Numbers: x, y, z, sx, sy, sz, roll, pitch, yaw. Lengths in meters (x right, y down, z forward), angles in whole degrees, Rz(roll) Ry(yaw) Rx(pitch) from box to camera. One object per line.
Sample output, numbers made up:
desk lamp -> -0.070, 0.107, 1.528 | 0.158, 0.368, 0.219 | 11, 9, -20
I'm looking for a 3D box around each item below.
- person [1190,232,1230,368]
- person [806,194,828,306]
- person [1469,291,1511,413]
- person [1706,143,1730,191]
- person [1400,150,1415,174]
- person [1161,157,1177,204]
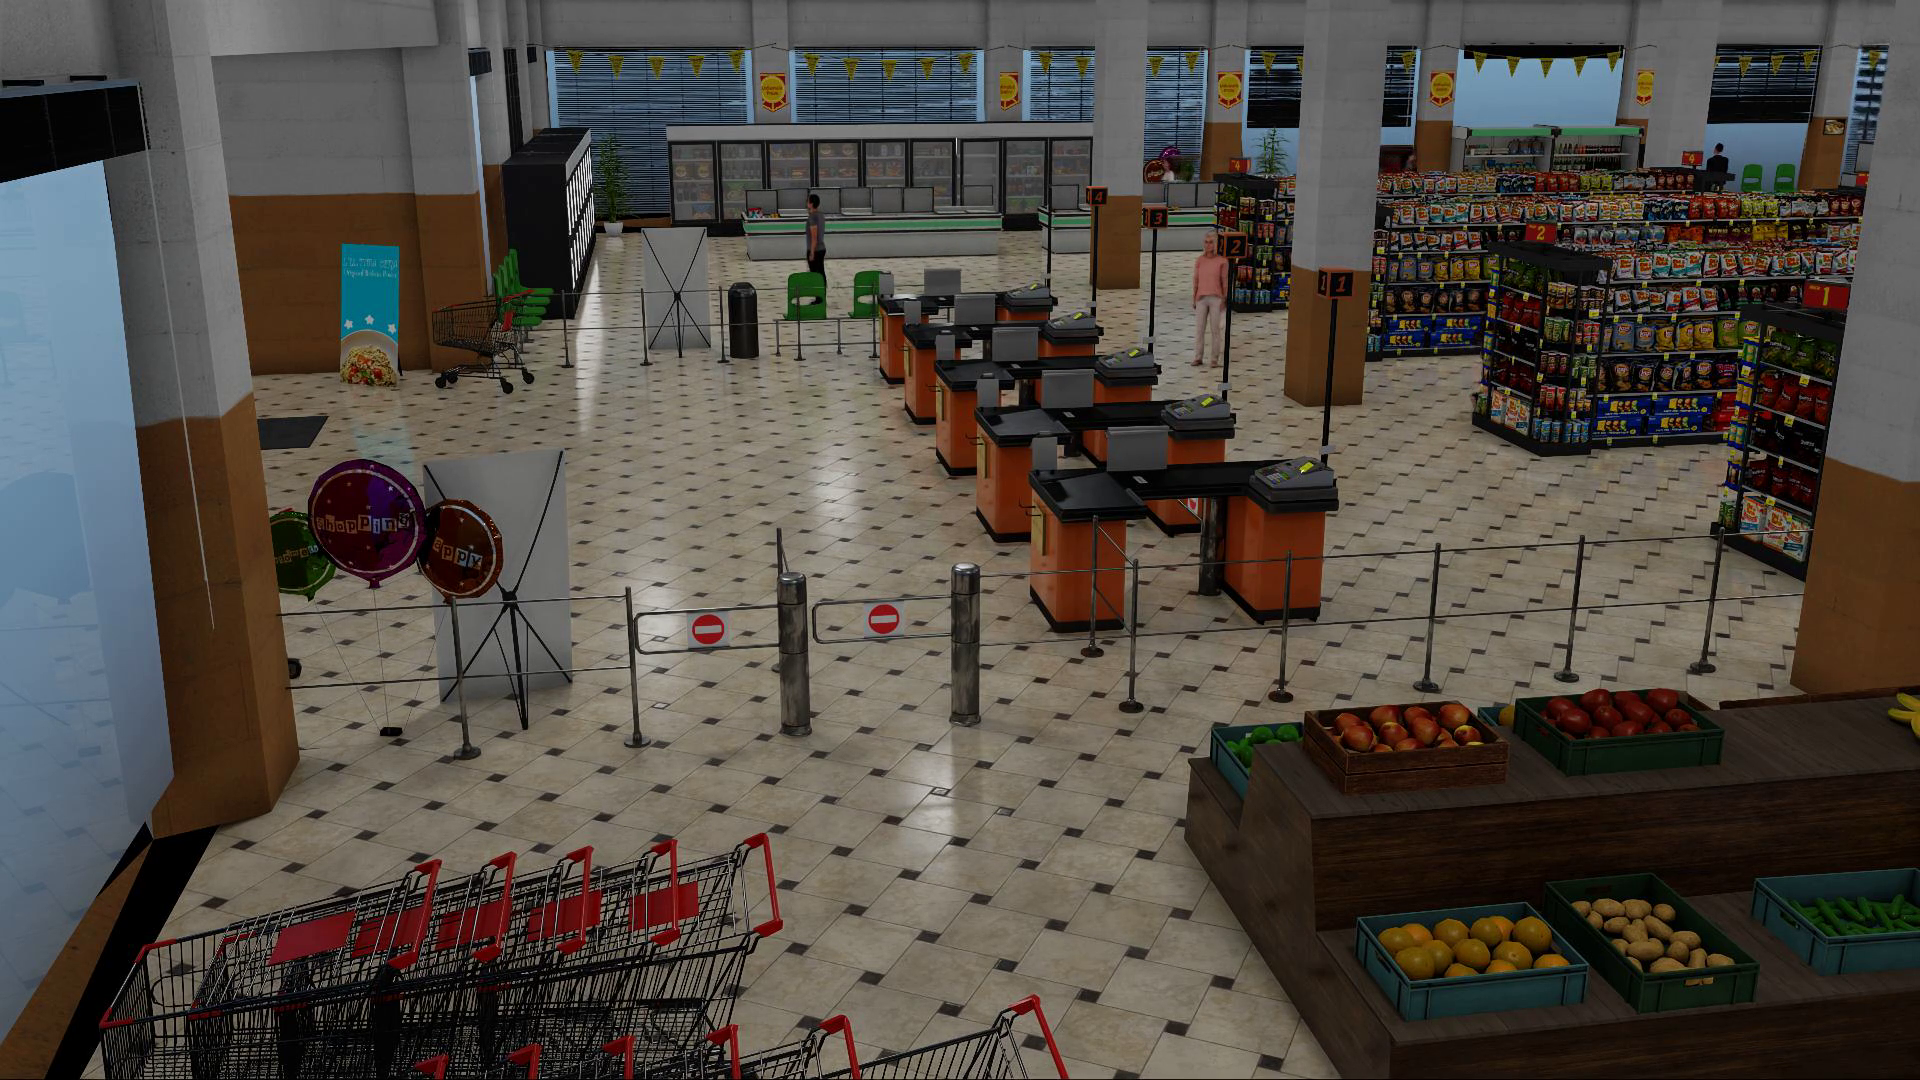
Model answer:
person -> 3.215, -3.093, 21.385 | 0.643, 1.724, 0.742 | 7, 18, 23
person -> -2.256, -4.537, 26.089 | 0.653, 1.754, 0.690 | 3, 17, 10
person -> 5.950, -2.094, 18.600 | 0.904, 1.432, 0.682 | -9, 19, -26
person -> 16.741, -7.868, 36.904 | 0.514, 1.845, 0.728 | -2, 17, -5
person -> 9.860, -7.838, 37.139 | 0.907, 1.650, 0.625 | -3, 17, -11
person -> 4.461, -7.203, 35.026 | 1.047, 1.663, 0.684 | -1, 17, -2
